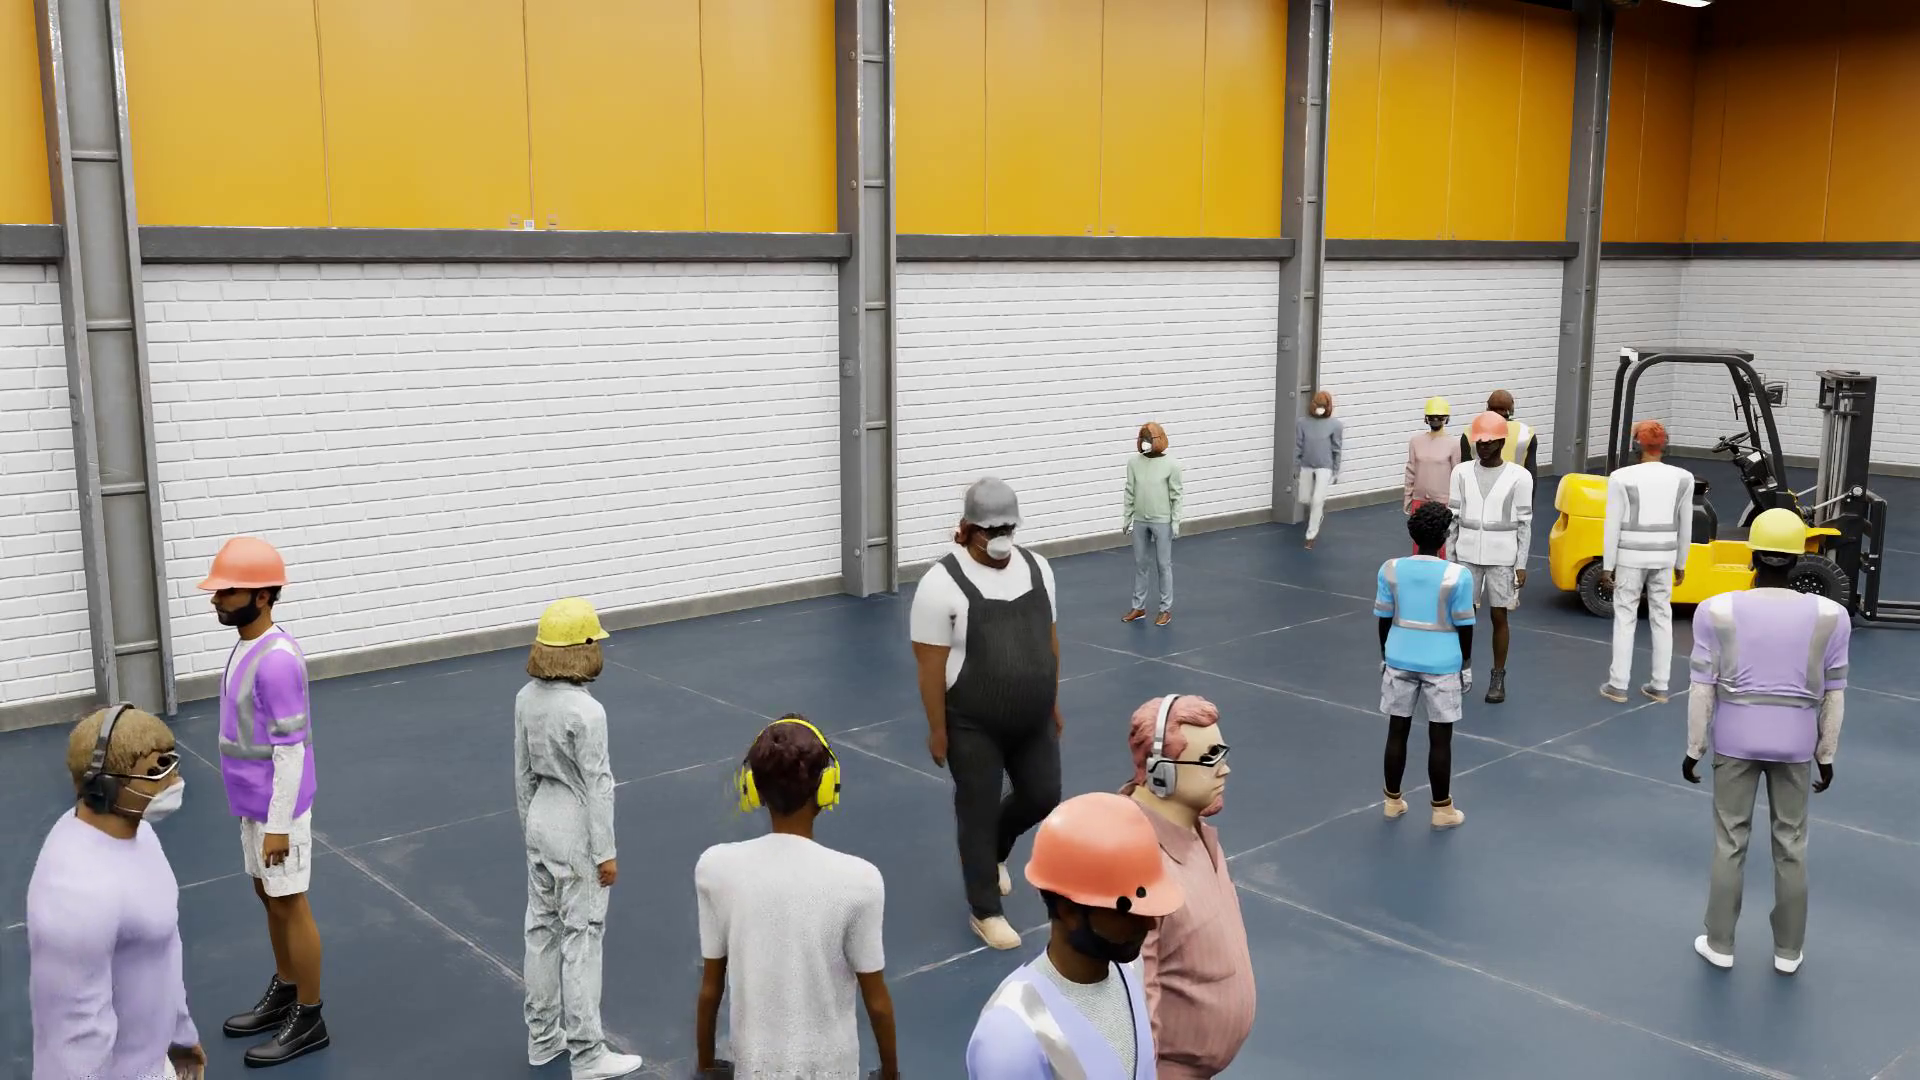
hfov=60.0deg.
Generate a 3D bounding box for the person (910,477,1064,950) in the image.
[{"bbox_3d":[0.136,0.712,7.168,0.699,2.000,0.619,-6,11,-31],"label":"person"}]

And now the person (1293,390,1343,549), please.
[{"bbox_3d":[3.645,-0.734,16.863,0.507,1.609,0.544,6,11,30],"label":"person"}]

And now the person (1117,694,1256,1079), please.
[{"bbox_3d":[0.513,1.308,4.069,0.405,1.911,0.636,3,10,18],"label":"person"}]

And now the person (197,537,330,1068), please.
[{"bbox_3d":[-2.551,0.945,6.096,0.351,1.942,0.545,-7,12,-35],"label":"person"}]

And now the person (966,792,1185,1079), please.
[{"bbox_3d":[0.249,1.428,3.284,0.368,1.933,0.553,6,11,29],"label":"person"}]

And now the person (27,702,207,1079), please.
[{"bbox_3d":[-1.995,1.318,4.000,0.441,1.921,0.644,-5,11,-25],"label":"person"}]

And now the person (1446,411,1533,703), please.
[{"bbox_3d":[3.463,0.114,10.976,0.551,1.935,0.375,6,12,32],"label":"person"}]

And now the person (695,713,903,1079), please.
[{"bbox_3d":[-0.413,1.353,4.082,0.543,1.824,0.915,3,10,18],"label":"person"}]

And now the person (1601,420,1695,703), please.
[{"bbox_3d":[4.526,0.149,10.977,0.580,1.875,0.367,0,10,0],"label":"person"}]

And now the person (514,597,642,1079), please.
[{"bbox_3d":[-1.390,1.065,5.975,0.489,1.743,0.322,9,13,41],"label":"person"}]

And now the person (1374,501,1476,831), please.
[{"bbox_3d":[2.395,0.643,8.575,0.529,1.697,0.321,8,12,37],"label":"person"}]

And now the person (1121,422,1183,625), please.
[{"bbox_3d":[1.535,-0.134,13.315,0.507,1.632,0.267,7,12,34],"label":"person"}]

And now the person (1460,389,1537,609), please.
[{"bbox_3d":[4.480,-0.337,13.903,0.633,1.839,0.429,3,10,14],"label":"person"}]

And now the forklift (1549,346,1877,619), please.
[{"bbox_3d":[6.109,-0.478,13.691,2.313,2.155,1.214,3,10,16],"label":"forklift"}]

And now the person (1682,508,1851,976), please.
[{"bbox_3d":[3.284,0.828,6.823,0.587,1.928,0.382,3,10,18],"label":"person"}]

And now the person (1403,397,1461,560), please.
[{"bbox_3d":[3.992,-0.329,14.063,0.532,1.771,0.304,9,13,42],"label":"person"}]
